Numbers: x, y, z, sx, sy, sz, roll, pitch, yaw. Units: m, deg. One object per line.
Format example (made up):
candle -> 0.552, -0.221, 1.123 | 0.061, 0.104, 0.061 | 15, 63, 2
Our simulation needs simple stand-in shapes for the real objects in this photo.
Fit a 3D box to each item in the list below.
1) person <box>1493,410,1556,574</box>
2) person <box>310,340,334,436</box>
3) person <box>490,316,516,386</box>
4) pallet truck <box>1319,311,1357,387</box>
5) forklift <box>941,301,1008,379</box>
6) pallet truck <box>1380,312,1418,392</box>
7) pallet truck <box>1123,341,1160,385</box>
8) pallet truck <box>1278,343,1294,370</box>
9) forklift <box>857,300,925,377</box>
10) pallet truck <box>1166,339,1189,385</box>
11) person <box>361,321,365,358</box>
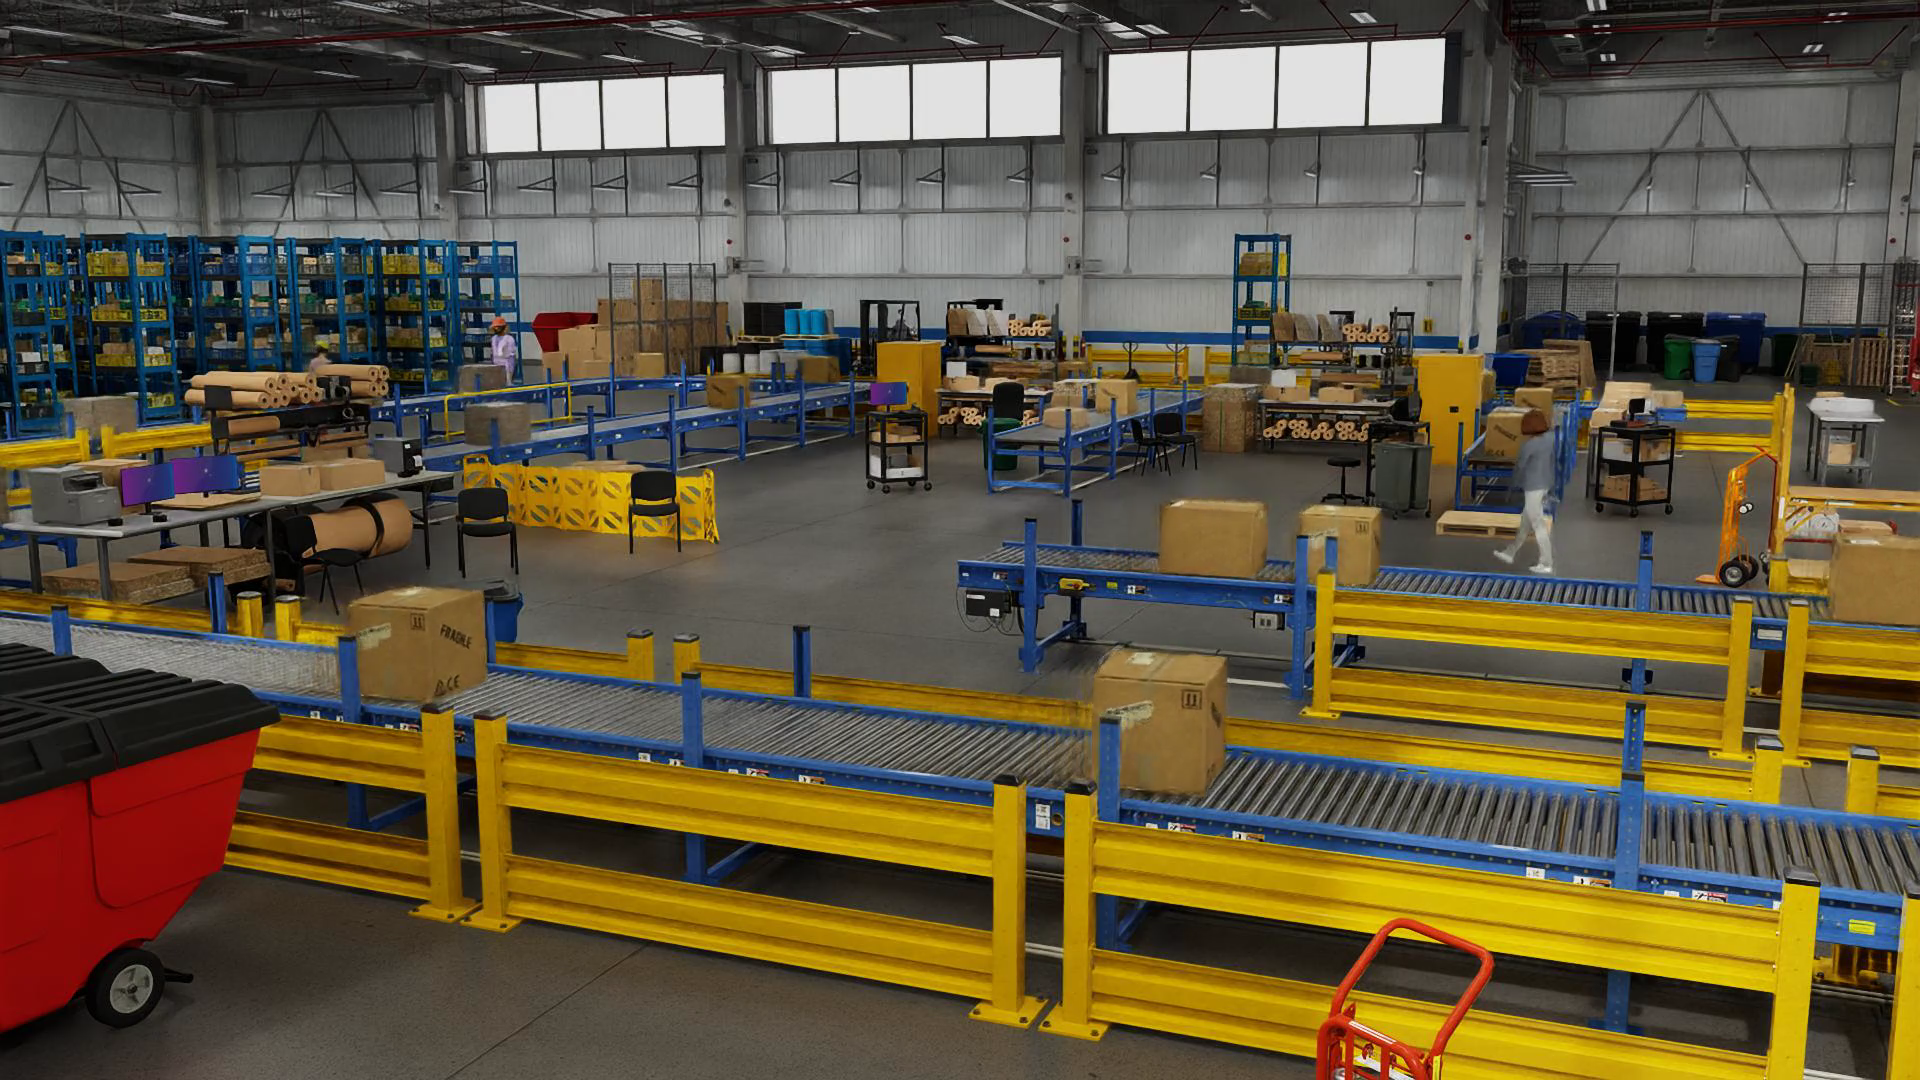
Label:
person -> 5.618, -0.491, 16.567 | 0.526, 1.593, 0.801 | -8, 12, -39
person -> -11.072, -2.605, 28.967 | 0.529, 1.749, 0.412 | 6, 11, 31
person -> -8.983, -3.356, 32.614 | 0.611, 2.042, 0.395 | 6, 11, 32
pallet truck -> 9.071, -4.419, 39.190 | 0.823, 1.965, 1.885 | 5, 10, 26
forklift -> 0.365, -4.966, 41.571 | 1.157, 1.987, 2.680 | 3, 10, 20
pallet truck -> 10.207, -4.283, 38.369 | 0.823, 1.965, 1.885 | 3, 10, 20
pallet truck -> 4.445, -4.380, 41.279 | 0.680, 1.201, 1.601 | 4, 10, 22
pallet truck -> 7.886, -4.163, 39.743 | 0.653, 1.274, 1.630 | 4, 10, 22
forklift -> -1.732, -5.109, 42.468 | 1.157, 1.987, 2.680 | 4, 10, 22
pallet truck -> 5.418, -4.269, 40.420 | 0.704, 1.261, 1.522 | 3, 10, 20
person -> -15.343, -5.008, 42.834 | 0.627, 1.970, 0.560 | 9, 13, 44
